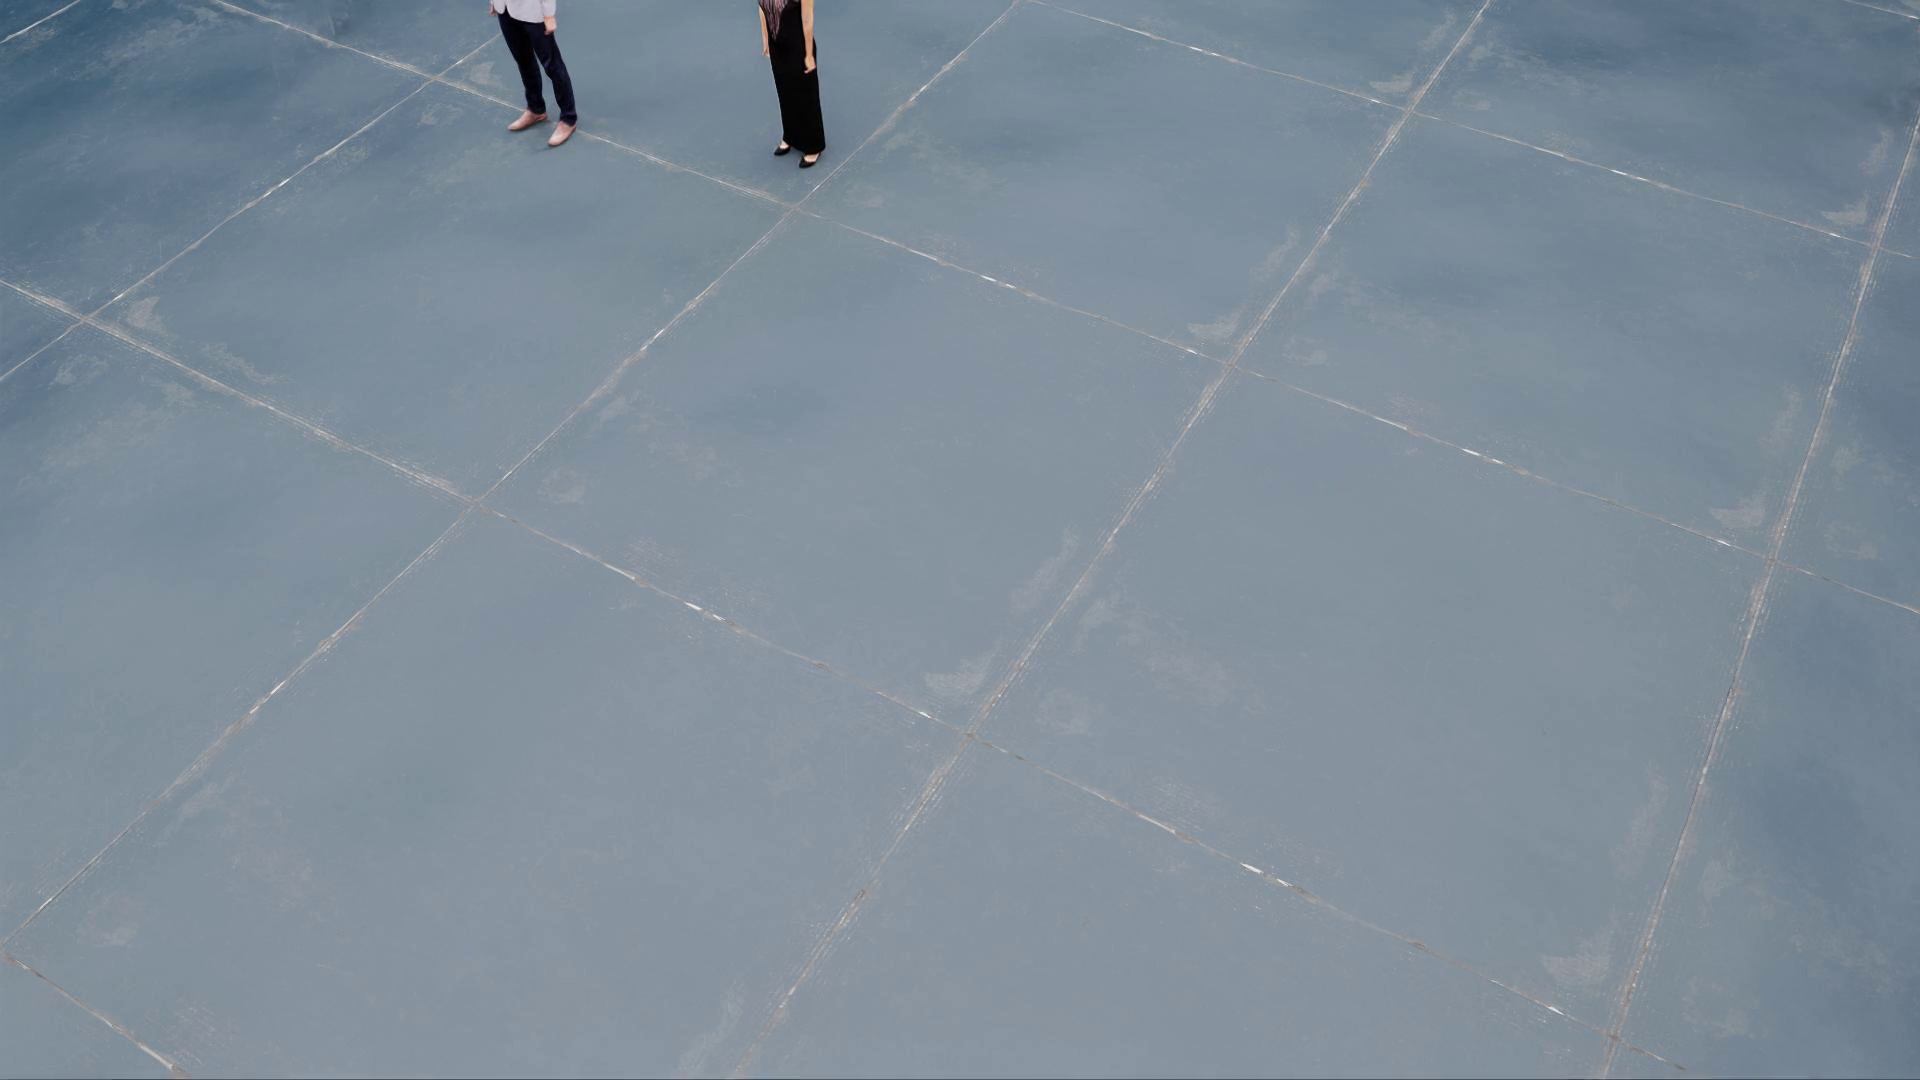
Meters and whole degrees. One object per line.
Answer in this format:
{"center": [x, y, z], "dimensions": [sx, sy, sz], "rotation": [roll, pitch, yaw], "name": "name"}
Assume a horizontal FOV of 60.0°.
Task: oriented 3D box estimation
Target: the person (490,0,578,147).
{"center": [-2.733, -3.373, 10.426], "dimensions": [0.499, 1.851, 0.734], "rotation": [24, 52, 21], "name": "person"}

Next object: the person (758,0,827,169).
{"center": [-1.034, -3.058, 10.305], "dimensions": [0.468, 1.601, 0.634], "rotation": [26, 52, 22], "name": "person"}
